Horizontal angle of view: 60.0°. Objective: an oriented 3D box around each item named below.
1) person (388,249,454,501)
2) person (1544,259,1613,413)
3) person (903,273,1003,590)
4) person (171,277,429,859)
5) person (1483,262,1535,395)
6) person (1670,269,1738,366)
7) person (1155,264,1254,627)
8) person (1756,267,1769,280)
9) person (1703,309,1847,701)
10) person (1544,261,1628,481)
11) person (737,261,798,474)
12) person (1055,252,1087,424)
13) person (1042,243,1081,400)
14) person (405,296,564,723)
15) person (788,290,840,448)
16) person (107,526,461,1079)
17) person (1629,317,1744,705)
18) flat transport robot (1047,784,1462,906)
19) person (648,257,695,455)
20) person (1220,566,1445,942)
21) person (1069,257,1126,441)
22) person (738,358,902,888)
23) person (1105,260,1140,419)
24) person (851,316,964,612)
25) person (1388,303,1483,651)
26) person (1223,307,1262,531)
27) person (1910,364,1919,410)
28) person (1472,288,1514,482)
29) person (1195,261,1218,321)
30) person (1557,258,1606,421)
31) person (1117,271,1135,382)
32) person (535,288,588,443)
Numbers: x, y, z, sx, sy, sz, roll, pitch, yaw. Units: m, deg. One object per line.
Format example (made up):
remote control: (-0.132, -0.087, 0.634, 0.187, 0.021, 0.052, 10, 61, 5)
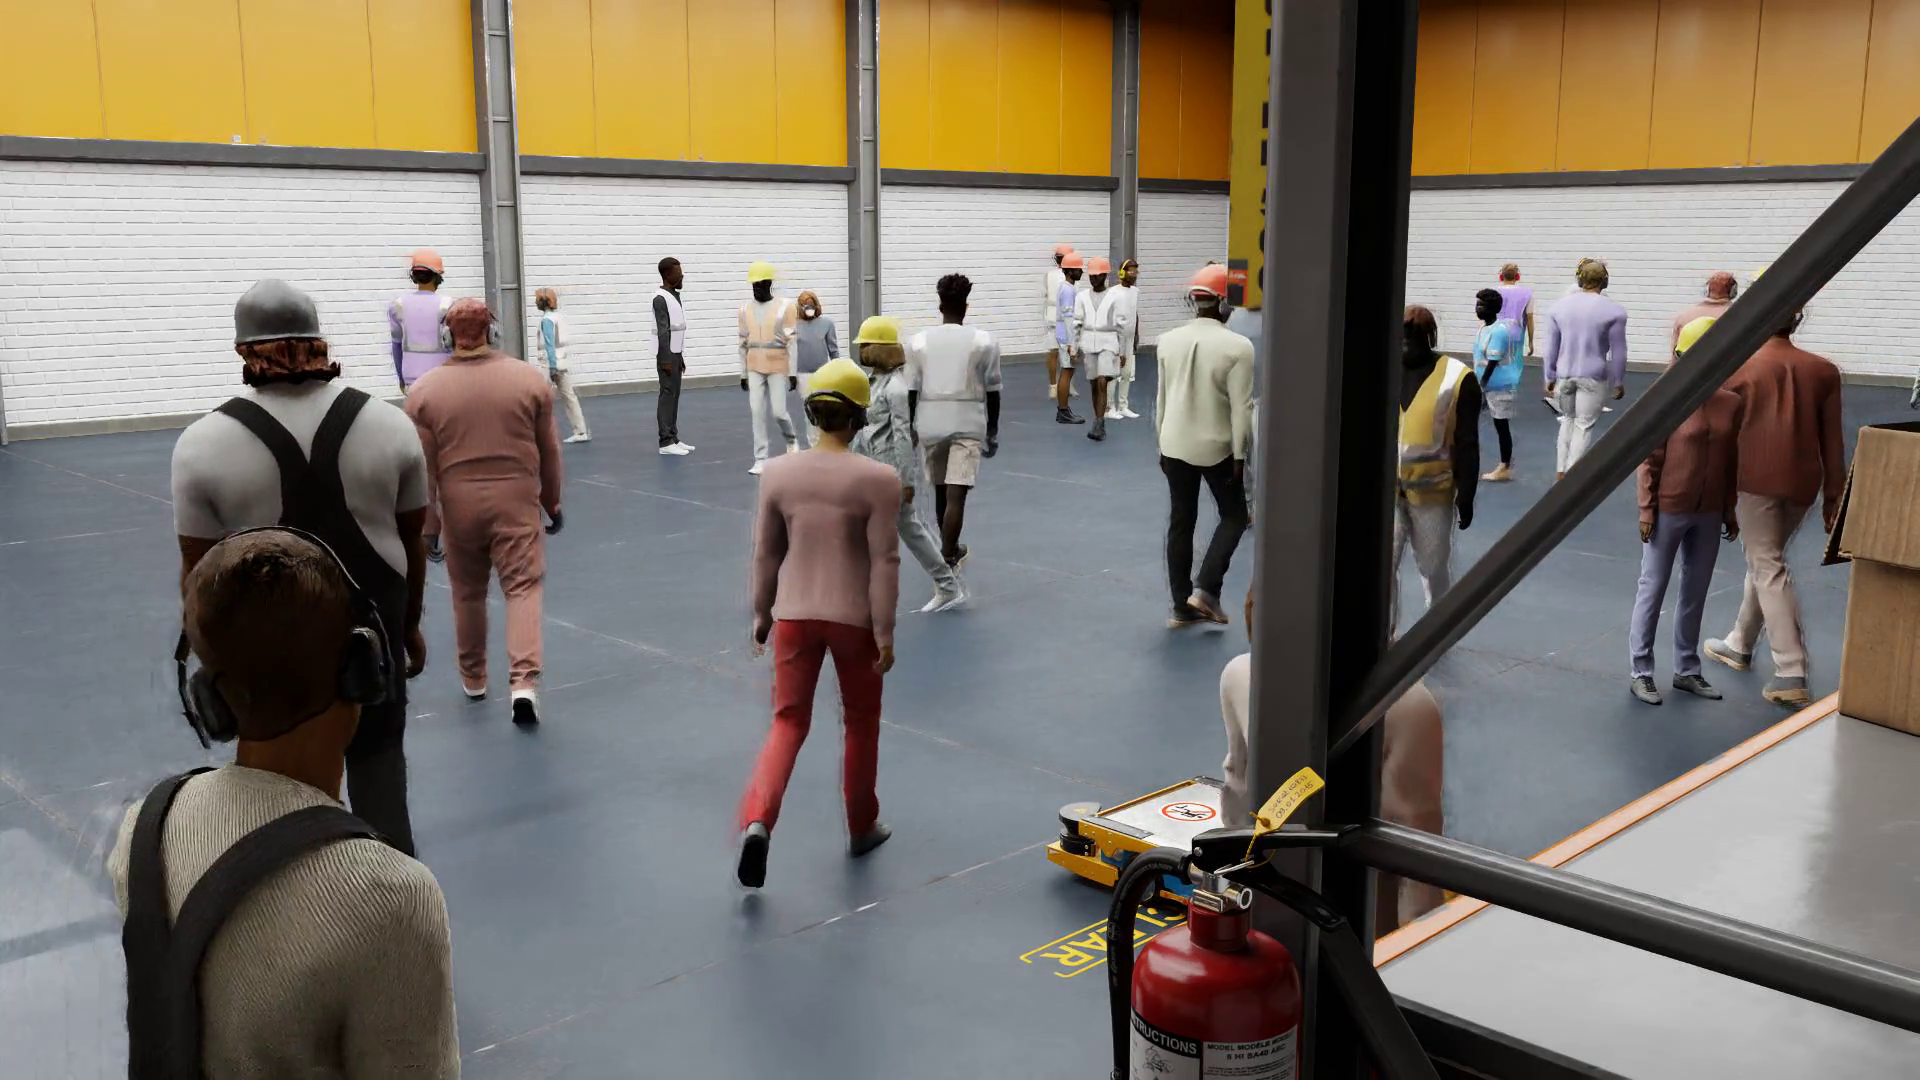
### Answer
person: (-4.237, -1.319, 13.423, 0.621, 2.015, 0.840, 0, 10, -1)
person: (7.446, -2.429, 19.920, 0.901, 1.866, 0.647, -1, 10, -3)
person: (-0.050, -0.673, 10.200, 0.591, 1.908, 1.029, 3, 11, 14)
person: (-1.883, 0.243, 4.819, 0.686, 2.000, 0.652, -6, 12, -29)
person: (6.386, -2.325, 19.409, 0.582, 1.826, 0.692, 6, 12, 28)
person: (5.880, -1.176, 13.039, 0.904, 1.876, 0.656, -10, 14, -44)
person: (1.322, -0.493, 9.014, 0.631, 1.980, 0.433, 8, 13, 37)
person: (8.719, -2.058, 18.064, 0.937, 1.788, 0.586, 0, 10, -1)
person: (3.826, -0.242, 7.796, 0.612, 1.937, 1.025, -1, 10, -6)
person: (5.141, -1.317, 13.649, 0.636, 1.919, 0.627, -10, 14, -42)
person: (-1.718, -1.560, 15.014, 0.597, 1.908, 0.598, 3, 11, 18)
person: (1.261, -2.292, 18.924, 0.356, 1.937, 0.552, 0, 10, -1)
person: (1.343, -2.838, 21.659, 0.605, 2.024, 0.533, 8, 13, 37)
person: (-2.090, -0.142, 7.377, 0.645, 1.874, 0.909, -2, 11, -12)
person: (-1.416, -1.590, 15.960, 0.534, 1.612, 0.453, -2, 11, -12)
person: (-0.755, 0.904, 1.852, 0.593, 1.817, 0.585, 8, 13, 36)
person: (3.330, -0.131, 7.607, 0.524, 1.769, 0.308, -3, 11, -14)
flat transport robot: (1.022, 1.042, 5.290, 0.652, 0.197, 1.431, -10, 14, -44)
person: (-2.838, -1.800, 16.286, 0.392, 1.922, 0.592, 0, 10, 2)
person: (0.762, 0.742, 3.268, 0.704, 1.607, 0.532, -10, 14, -44)
person: (1.396, -1.980, 17.317, 0.566, 1.899, 0.896, 5, 12, 26)
person: (-0.477, 0.277, 5.491, 0.544, 1.736, 0.758, 3, 11, 18)
person: (1.917, -2.330, 19.380, 0.489, 1.854, 0.358, -9, 14, -40)
person: (-0.384, -0.393, 9.228, 0.910, 1.700, 0.481, -3, 11, -13)
person: (2.233, -0.256, 8.175, 0.632, 1.812, 0.861, 6, 12, 28)
person: (2.110, -1.010, 11.976, 0.646, 1.920, 0.451, 5, 12, 28)
person: (8.008, -1.124, 13.472, 0.541, 1.593, 0.765, 7, 12, 32)
person: (4.477, -1.325, 14.347, 0.711, 1.667, 0.531, -1, 10, -6)
person: (2.956, -2.266, 19.065, 0.691, 1.824, 0.833, 4, 11, 19)
person: (7.117, -2.280, 19.043, 0.532, 1.871, 0.321, -3, 11, -15)
person: (2.413, -3.109, 24.201, 0.312, 1.636, 0.520, -1, 10, -3)
person: (-4.242, -1.771, 17.009, 0.873, 1.587, 0.534, 0, 10, -1)
